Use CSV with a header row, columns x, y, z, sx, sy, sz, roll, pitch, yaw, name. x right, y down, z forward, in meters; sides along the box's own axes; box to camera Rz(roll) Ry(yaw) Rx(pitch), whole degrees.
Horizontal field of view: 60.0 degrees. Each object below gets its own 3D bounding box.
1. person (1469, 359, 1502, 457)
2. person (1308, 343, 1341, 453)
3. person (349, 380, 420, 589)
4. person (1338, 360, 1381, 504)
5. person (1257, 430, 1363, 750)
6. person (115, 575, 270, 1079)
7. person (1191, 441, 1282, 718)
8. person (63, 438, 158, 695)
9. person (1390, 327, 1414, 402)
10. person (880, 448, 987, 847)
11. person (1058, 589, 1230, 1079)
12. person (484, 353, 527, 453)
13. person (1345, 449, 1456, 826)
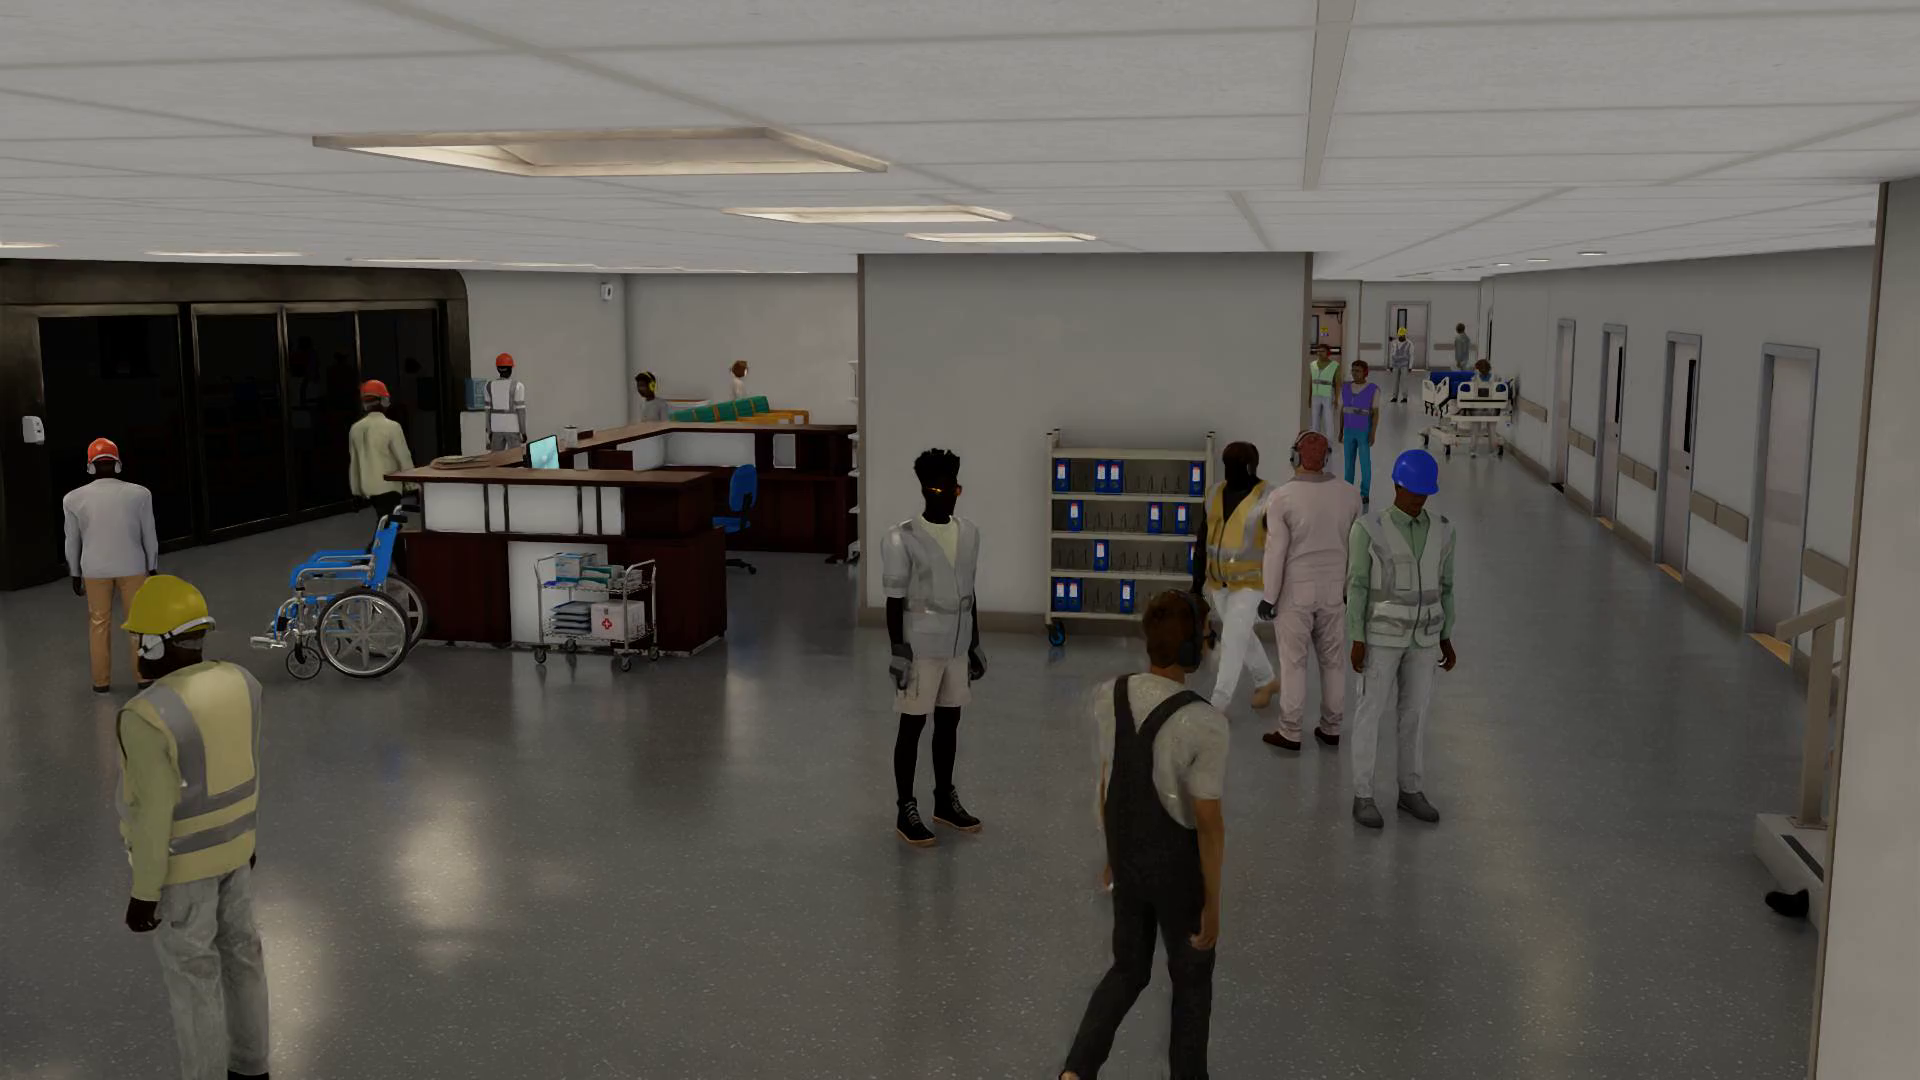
x,y,z,sx,sy,sz,roll,pitch,yaw,name
8.555,-2.142,27.113,0.524,1.619,0.481,4,9,24,person
6.112,-2.383,27.941,0.570,1.843,0.372,8,12,42,person
-5.178,-0.452,14.884,0.616,1.948,0.951,6,11,36,person
5.114,-1.388,21.335,0.390,1.848,0.564,-8,12,-42,person
2.068,0.298,9.941,0.636,1.911,0.404,-3,9,-19,person
-2.504,1.019,5.407,0.403,1.832,0.593,2,9,11,person
1.797,0.253,10.619,0.950,1.803,0.638,-7,11,-40,person
-5.744,0.177,11.284,0.564,1.743,0.352,-4,9,-25,person
10.716,-4.247,40.398,0.590,1.824,0.403,7,11,41,person
-0.118,0.518,8.284,0.604,1.966,0.367,-8,12,-42,person
0.586,1.056,5.194,0.527,1.825,0.705,8,12,42,person
-5.822,-1.435,21.389,0.547,1.930,0.388,2,9,12,person
2.267,0.496,8.530,0.603,1.938,0.402,-2,9,-15,person
